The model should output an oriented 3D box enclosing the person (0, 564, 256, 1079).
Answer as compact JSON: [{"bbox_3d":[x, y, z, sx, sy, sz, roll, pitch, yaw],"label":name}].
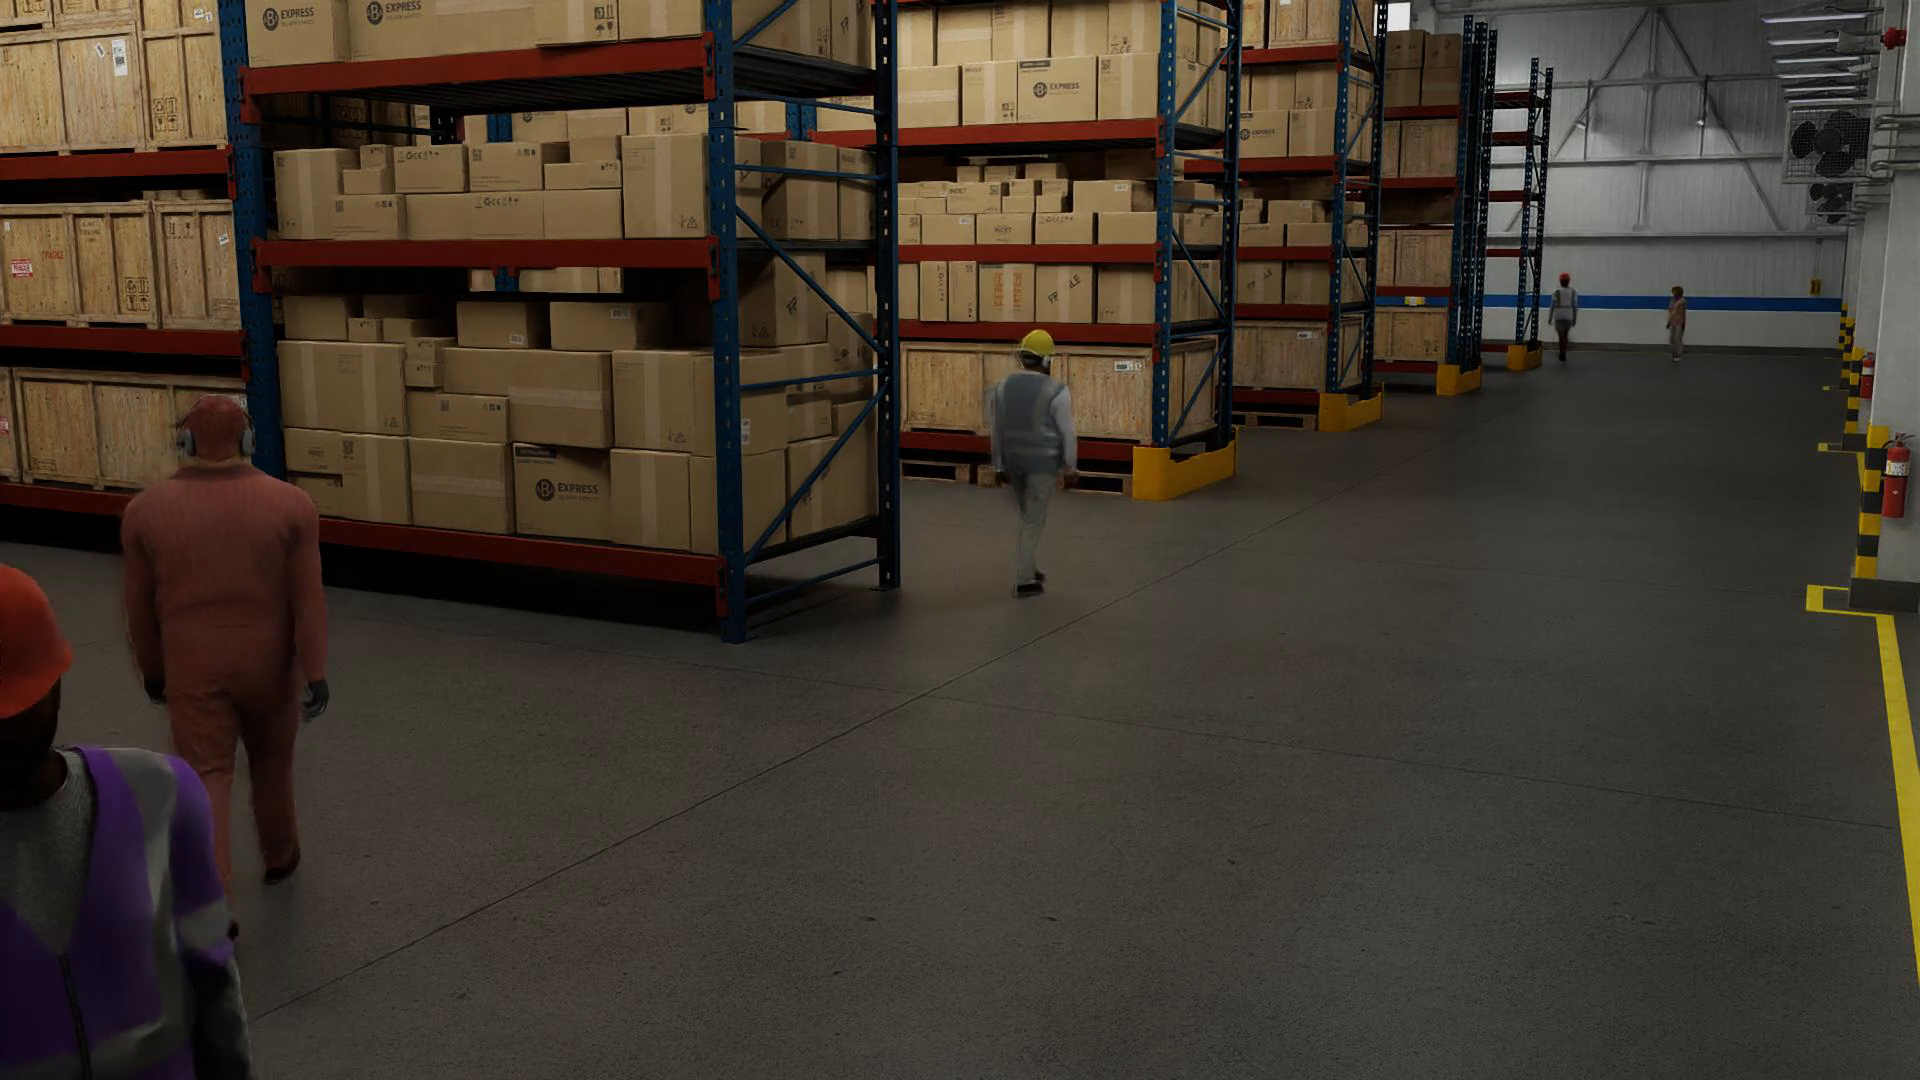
[{"bbox_3d":[-1.311,0.958,2.464,0.582,1.920,0.588,-9,13,-41],"label":"person"}]

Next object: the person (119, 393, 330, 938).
[{"bbox_3d":[-2.545,0.419,5.812,0.648,1.861,0.988,-4,10,-20],"label":"person"}]

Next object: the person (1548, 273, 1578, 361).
[{"bbox_3d":[13.076,-4.840,36.129,0.545,1.882,0.985,1,10,4],"label":"person"}]

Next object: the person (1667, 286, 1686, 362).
[{"bbox_3d":[15.408,-4.648,35.784,0.359,1.621,0.558,-2,10,-13],"label":"person"}]

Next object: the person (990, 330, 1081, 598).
[{"bbox_3d":[0.555,-0.526,11.388,0.591,1.807,0.691,8,13,39],"label":"person"}]
